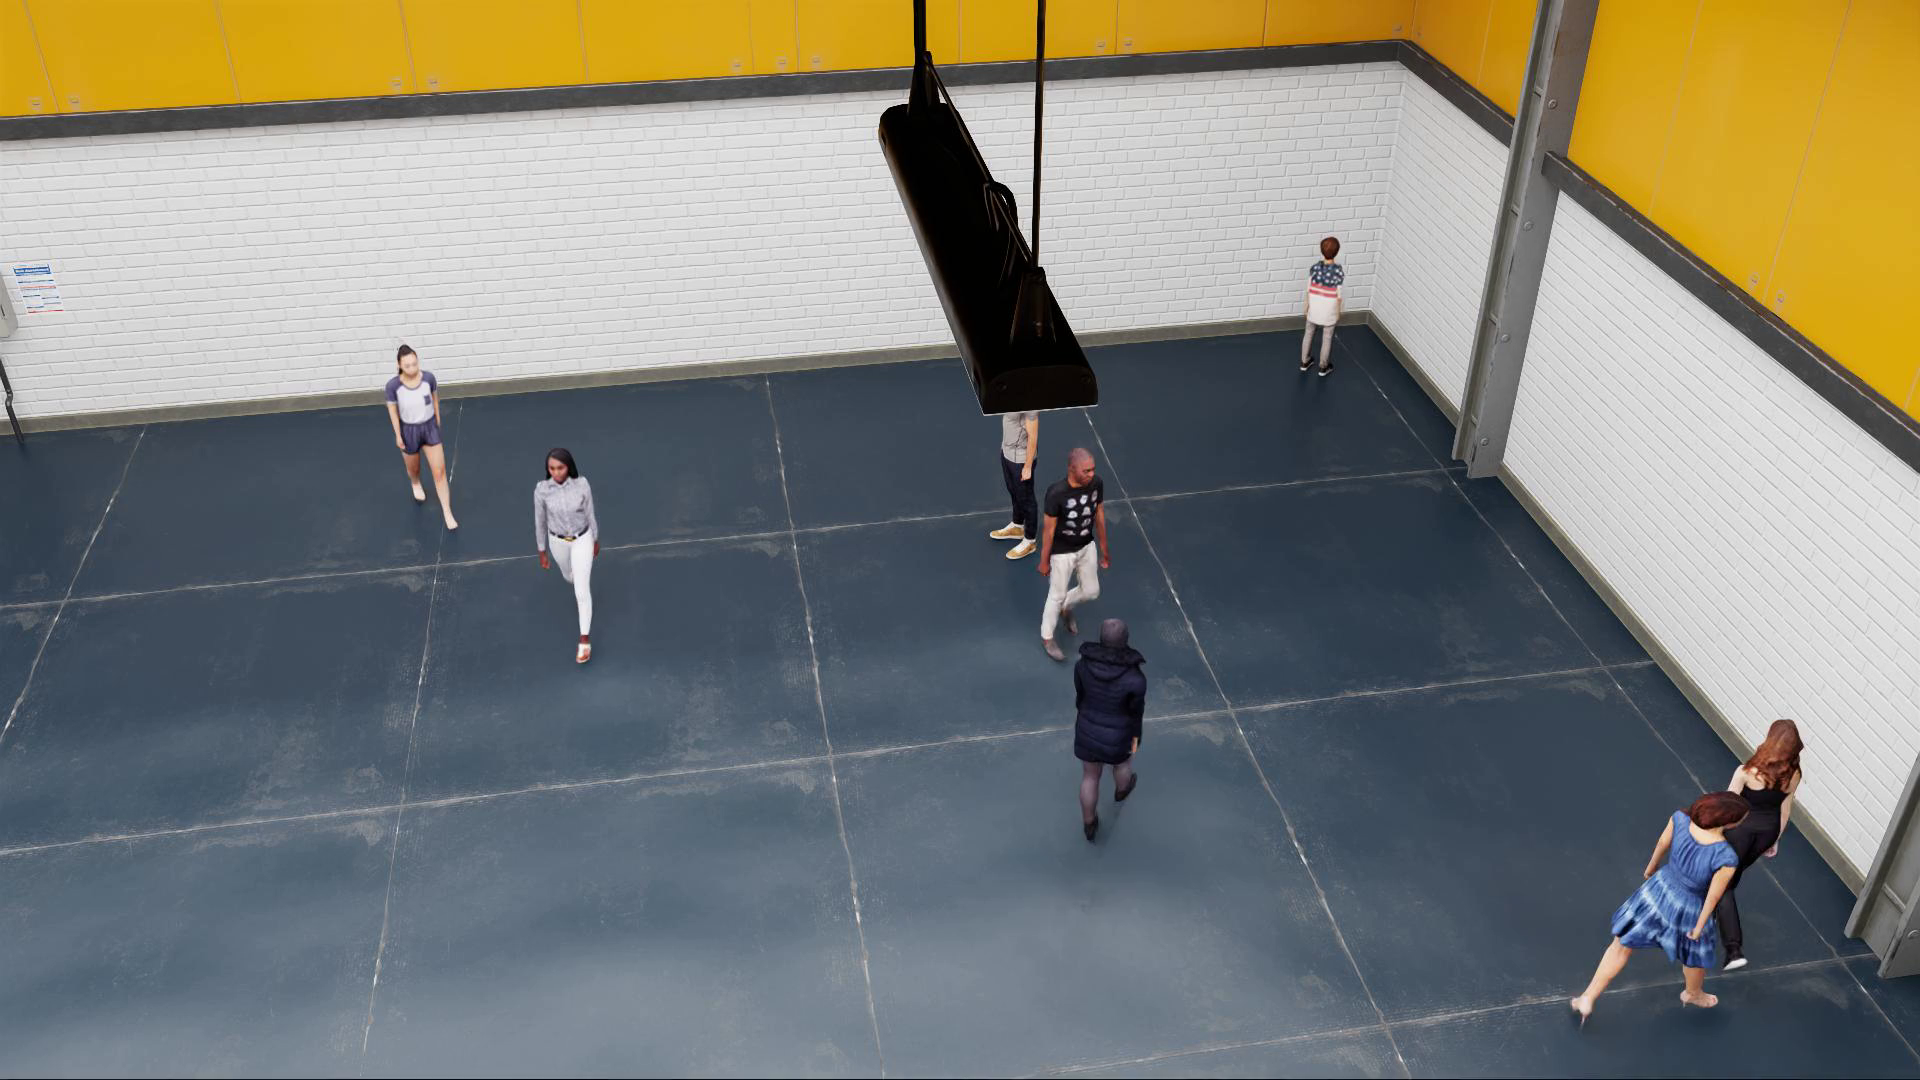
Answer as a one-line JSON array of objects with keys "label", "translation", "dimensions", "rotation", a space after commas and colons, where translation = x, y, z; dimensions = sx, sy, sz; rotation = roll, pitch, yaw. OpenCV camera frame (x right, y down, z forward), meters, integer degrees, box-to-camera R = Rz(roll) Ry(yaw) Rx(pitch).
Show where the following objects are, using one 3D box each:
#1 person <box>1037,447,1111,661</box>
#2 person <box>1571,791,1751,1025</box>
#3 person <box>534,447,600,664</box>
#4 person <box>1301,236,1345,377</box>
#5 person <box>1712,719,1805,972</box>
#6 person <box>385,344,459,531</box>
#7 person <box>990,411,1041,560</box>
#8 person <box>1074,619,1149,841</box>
[{"label": "person", "translation": [0.817, 0.039, 12.654], "dimensions": [0.798, 1.790, 0.848], "rotation": [-14, 36, -21]}, {"label": "person", "translation": [4.011, 2.154, 9.506], "dimensions": [0.999, 1.754, 1.129], "rotation": [-22, 39, -29]}, {"label": "person", "translation": [-2.982, 0.007, 12.796], "dimensions": [0.668, 1.687, 1.181], "rotation": [-2, 34, -3]}, {"label": "person", "translation": [3.617, -2.334, 16.540], "dimensions": [0.591, 1.441, 0.650], "rotation": [20, 39, 28]}, {"label": "person", "translation": [4.761, 1.839, 10.006], "dimensions": [0.733, 1.724, 1.105], "rotation": [1, 34, 2]}, {"label": "person", "translation": [-4.682, -0.941, 14.284], "dimensions": [0.820, 1.618, 1.110], "rotation": [-17, 37, -23]}, {"label": "person", "translation": [0.492, -0.728, 13.721], "dimensions": [0.759, 1.887, 0.547], "rotation": [-12, 36, -18]}, {"label": "person", "translation": [0.939, 1.285, 10.911], "dimensions": [0.960, 1.644, 1.057], "rotation": [12, 35, 17]}]
